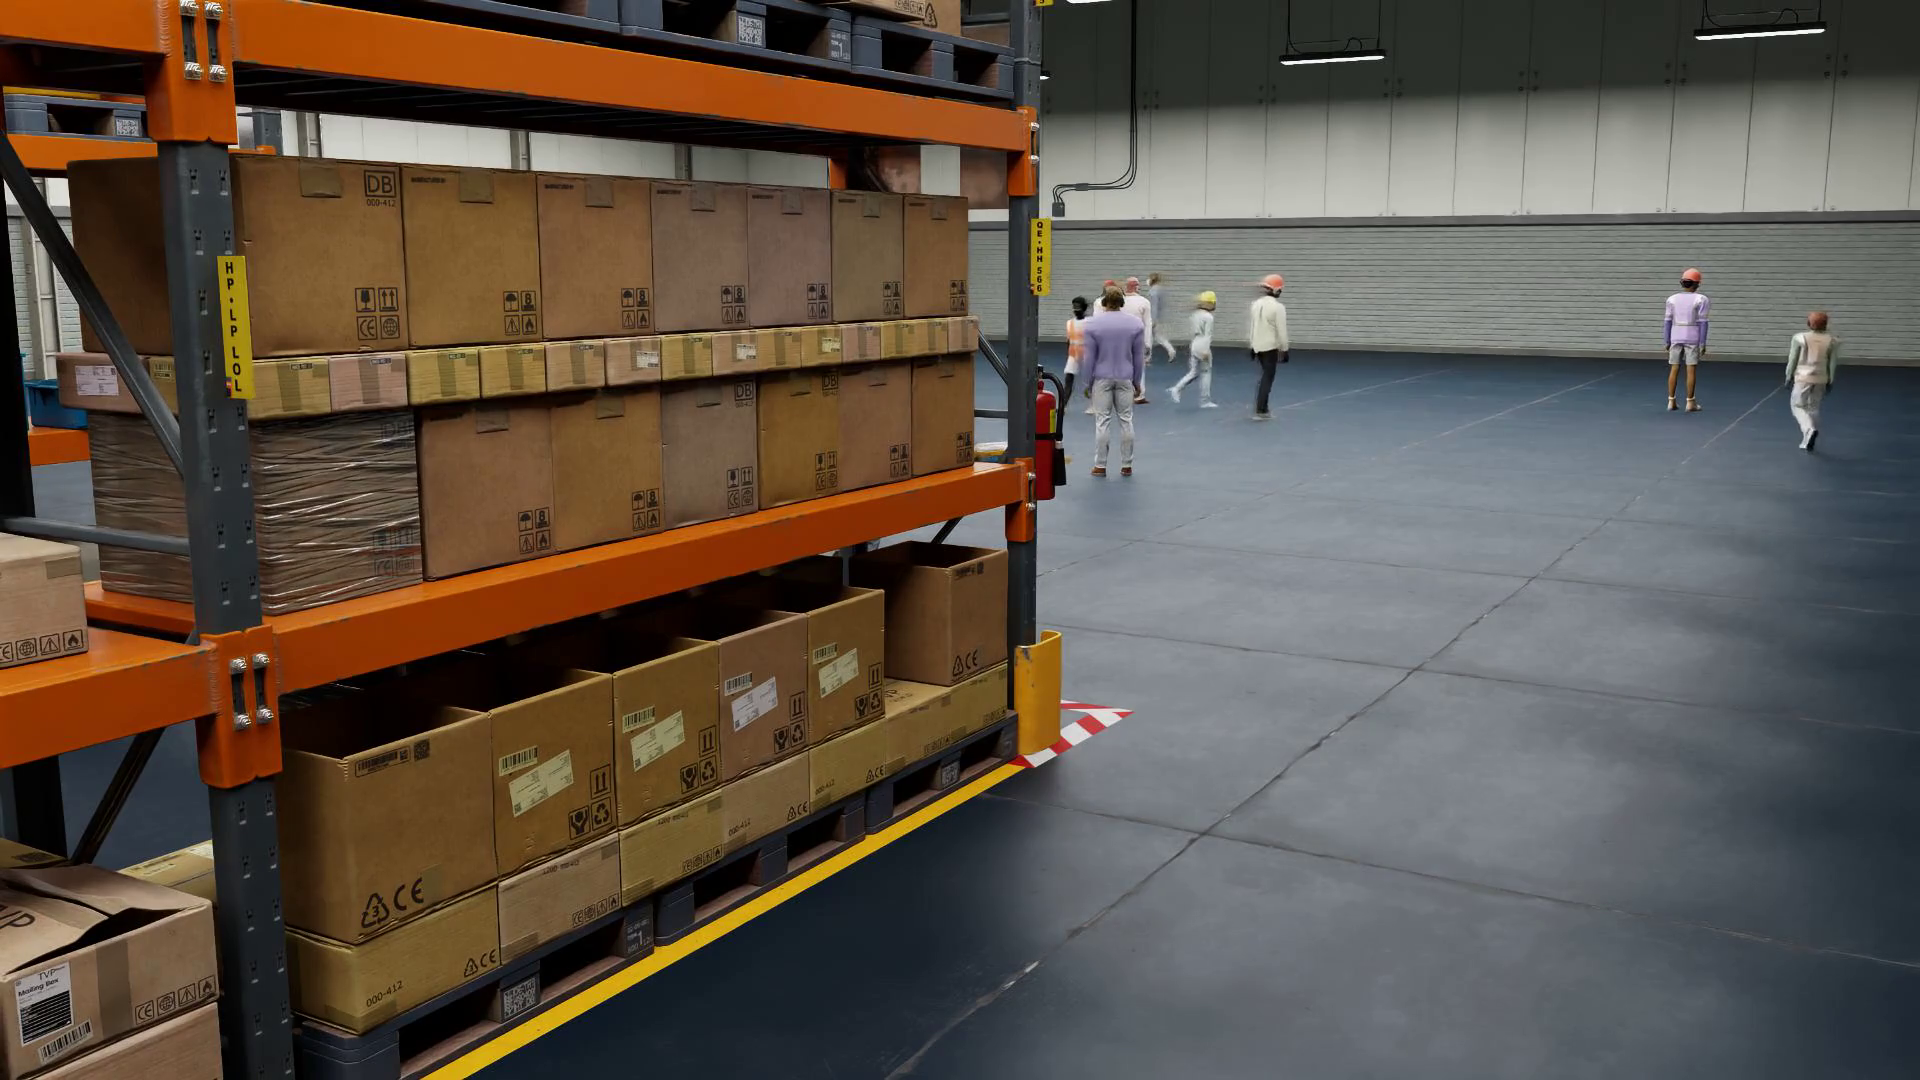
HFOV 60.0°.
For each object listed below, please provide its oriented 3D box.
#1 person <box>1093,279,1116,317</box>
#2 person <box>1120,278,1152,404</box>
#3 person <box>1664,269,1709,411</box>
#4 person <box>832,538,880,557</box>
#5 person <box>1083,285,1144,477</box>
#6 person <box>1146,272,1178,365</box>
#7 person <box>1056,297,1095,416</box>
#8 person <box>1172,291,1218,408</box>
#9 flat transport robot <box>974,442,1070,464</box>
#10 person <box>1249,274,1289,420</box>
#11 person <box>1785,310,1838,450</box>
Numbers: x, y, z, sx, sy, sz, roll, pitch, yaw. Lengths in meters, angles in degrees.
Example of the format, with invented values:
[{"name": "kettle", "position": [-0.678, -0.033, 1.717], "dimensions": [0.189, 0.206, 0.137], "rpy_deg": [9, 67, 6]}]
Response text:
[{"name": "person", "position": [2.435, -3.289, 26.923], "dimensions": [0.582, 1.862, 0.734], "rpy_deg": [-6, 11, -30]}, {"name": "person", "position": [2.597, -3.000, 25.153], "dimensions": [0.678, 1.895, 0.537], "rpy_deg": [4, 10, 22]}, {"name": "person", "position": [10.463, -2.876, 23.966], "dimensions": [0.394, 2.044, 0.609], "rpy_deg": [-9, 13, -43]}, {"name": "person", "position": [-0.752, -0.614, 11.929], "dimensions": [0.498, 1.632, 0.285], "rpy_deg": [4, 10, 21]}, {"name": "person", "position": [1.541, -1.600, 16.805], "dimensions": [0.630, 1.940, 0.373], "rpy_deg": [-1, 10, -7]}, {"name": "person", "position": [4.016, -4.500, 33.862], "dimensions": [0.778, 1.918, 0.633], "rpy_deg": [2, 10, 12]}, {"name": "person", "position": [1.651, -2.545, 23.168], "dimensions": [0.536, 1.648, 0.867], "rpy_deg": [7, 12, 34]}, {"name": "person", "position": [3.471, -2.791, 24.409], "dimensions": [0.637, 1.719, 0.499], "rpy_deg": [-4, 11, -25]}, {"name": "flat transport robot", "position": [0.394, -0.896, 17.559], "dimensions": [1.431, 0.197, 0.652], "rpy_deg": [-6, 11, -31]}, {"name": "person", "position": [4.239, -2.617, 22.654], "dimensions": [0.592, 1.970, 0.649], "rpy_deg": [-5, 11, -28]}, {"name": "person", "position": [9.708, -1.805, 18.929], "dimensions": [0.520, 1.618, 0.626], "rpy_deg": [1, 10, 4]}]
